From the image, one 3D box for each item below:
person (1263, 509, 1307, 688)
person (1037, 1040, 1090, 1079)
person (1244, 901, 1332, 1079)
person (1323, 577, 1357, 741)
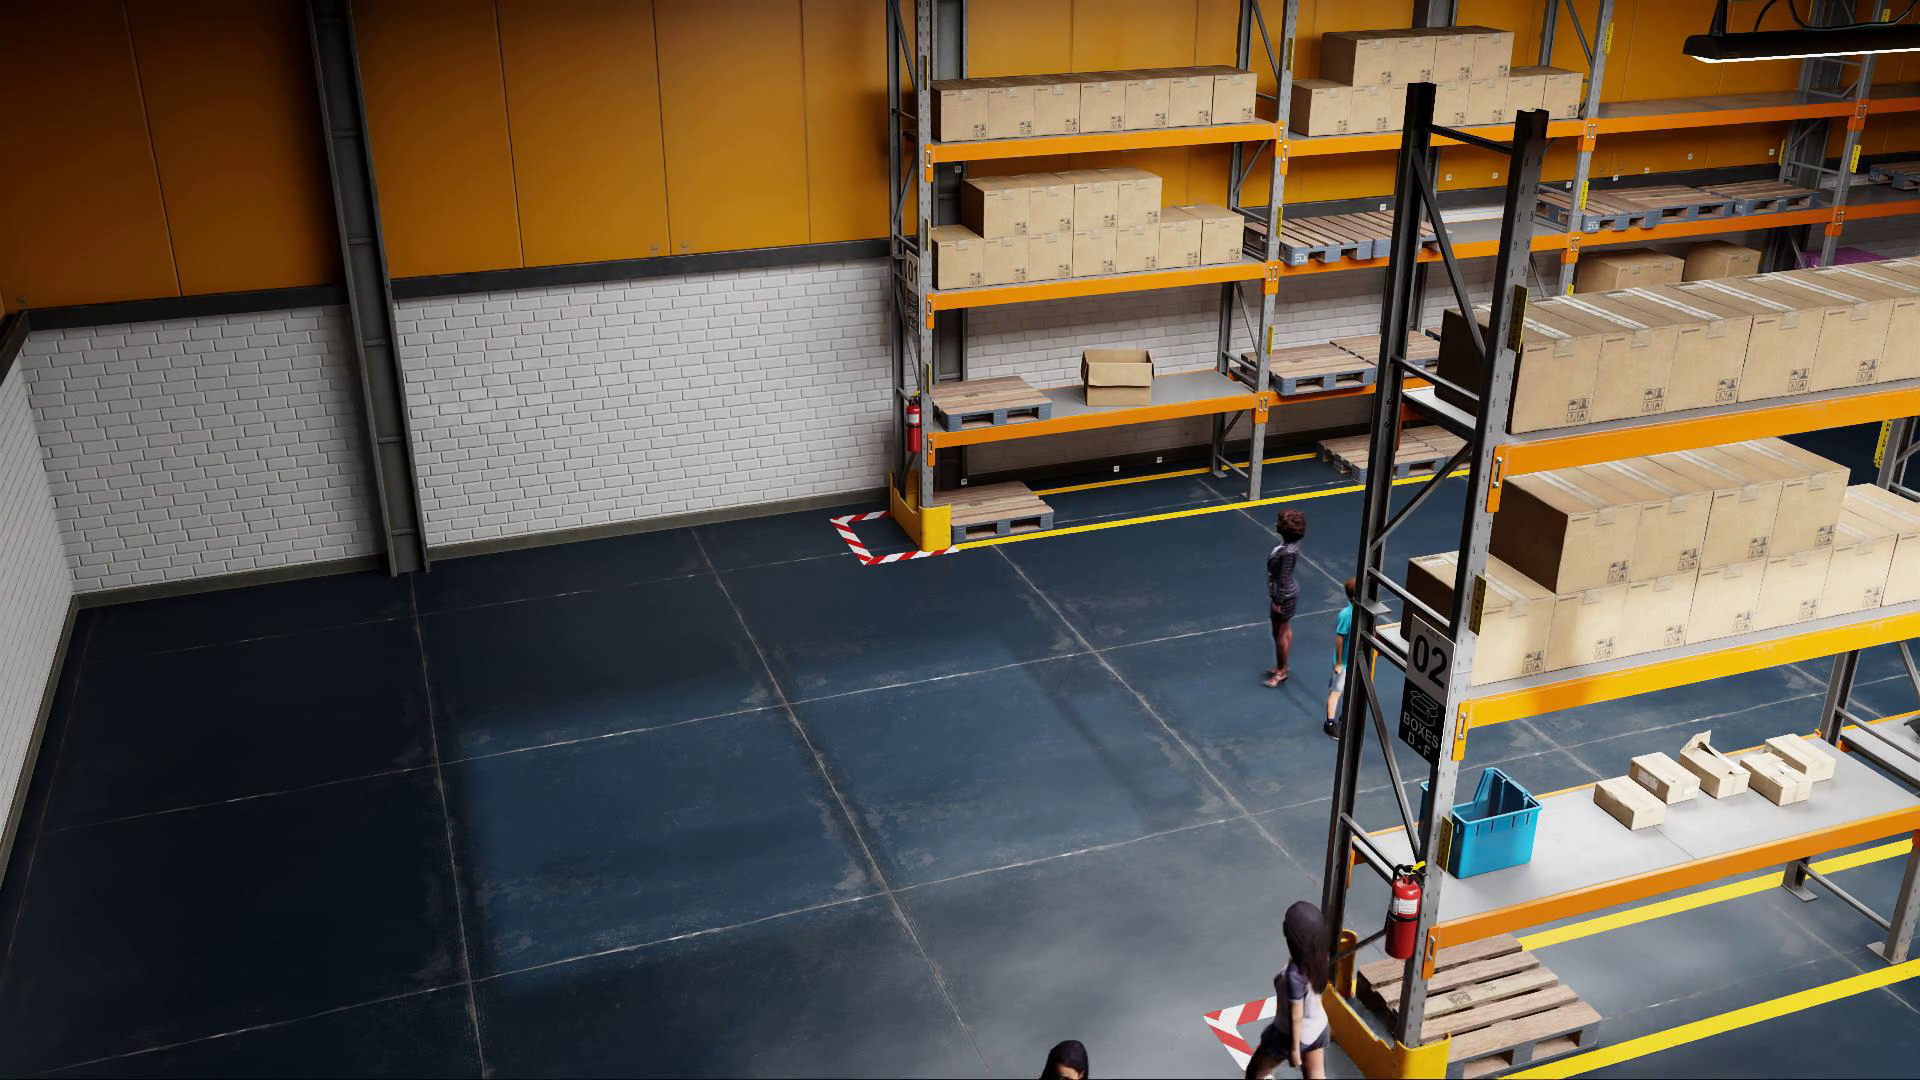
[{"bbox_3d":[2.910,0.514,14.899,0.740,1.693,0.698,8,25,18],"label":"person"},{"bbox_3d":[0.531,3.258,8.609,0.971,1.703,1.037,11,26,23],"label":"person"},{"bbox_3d":[2.023,2.857,9.576,1.085,1.664,1.088,14,27,28],"label":"person"},{"bbox_3d":[3.314,0.976,14.147,0.486,1.449,0.623,-16,28,-32],"label":"person"}]
